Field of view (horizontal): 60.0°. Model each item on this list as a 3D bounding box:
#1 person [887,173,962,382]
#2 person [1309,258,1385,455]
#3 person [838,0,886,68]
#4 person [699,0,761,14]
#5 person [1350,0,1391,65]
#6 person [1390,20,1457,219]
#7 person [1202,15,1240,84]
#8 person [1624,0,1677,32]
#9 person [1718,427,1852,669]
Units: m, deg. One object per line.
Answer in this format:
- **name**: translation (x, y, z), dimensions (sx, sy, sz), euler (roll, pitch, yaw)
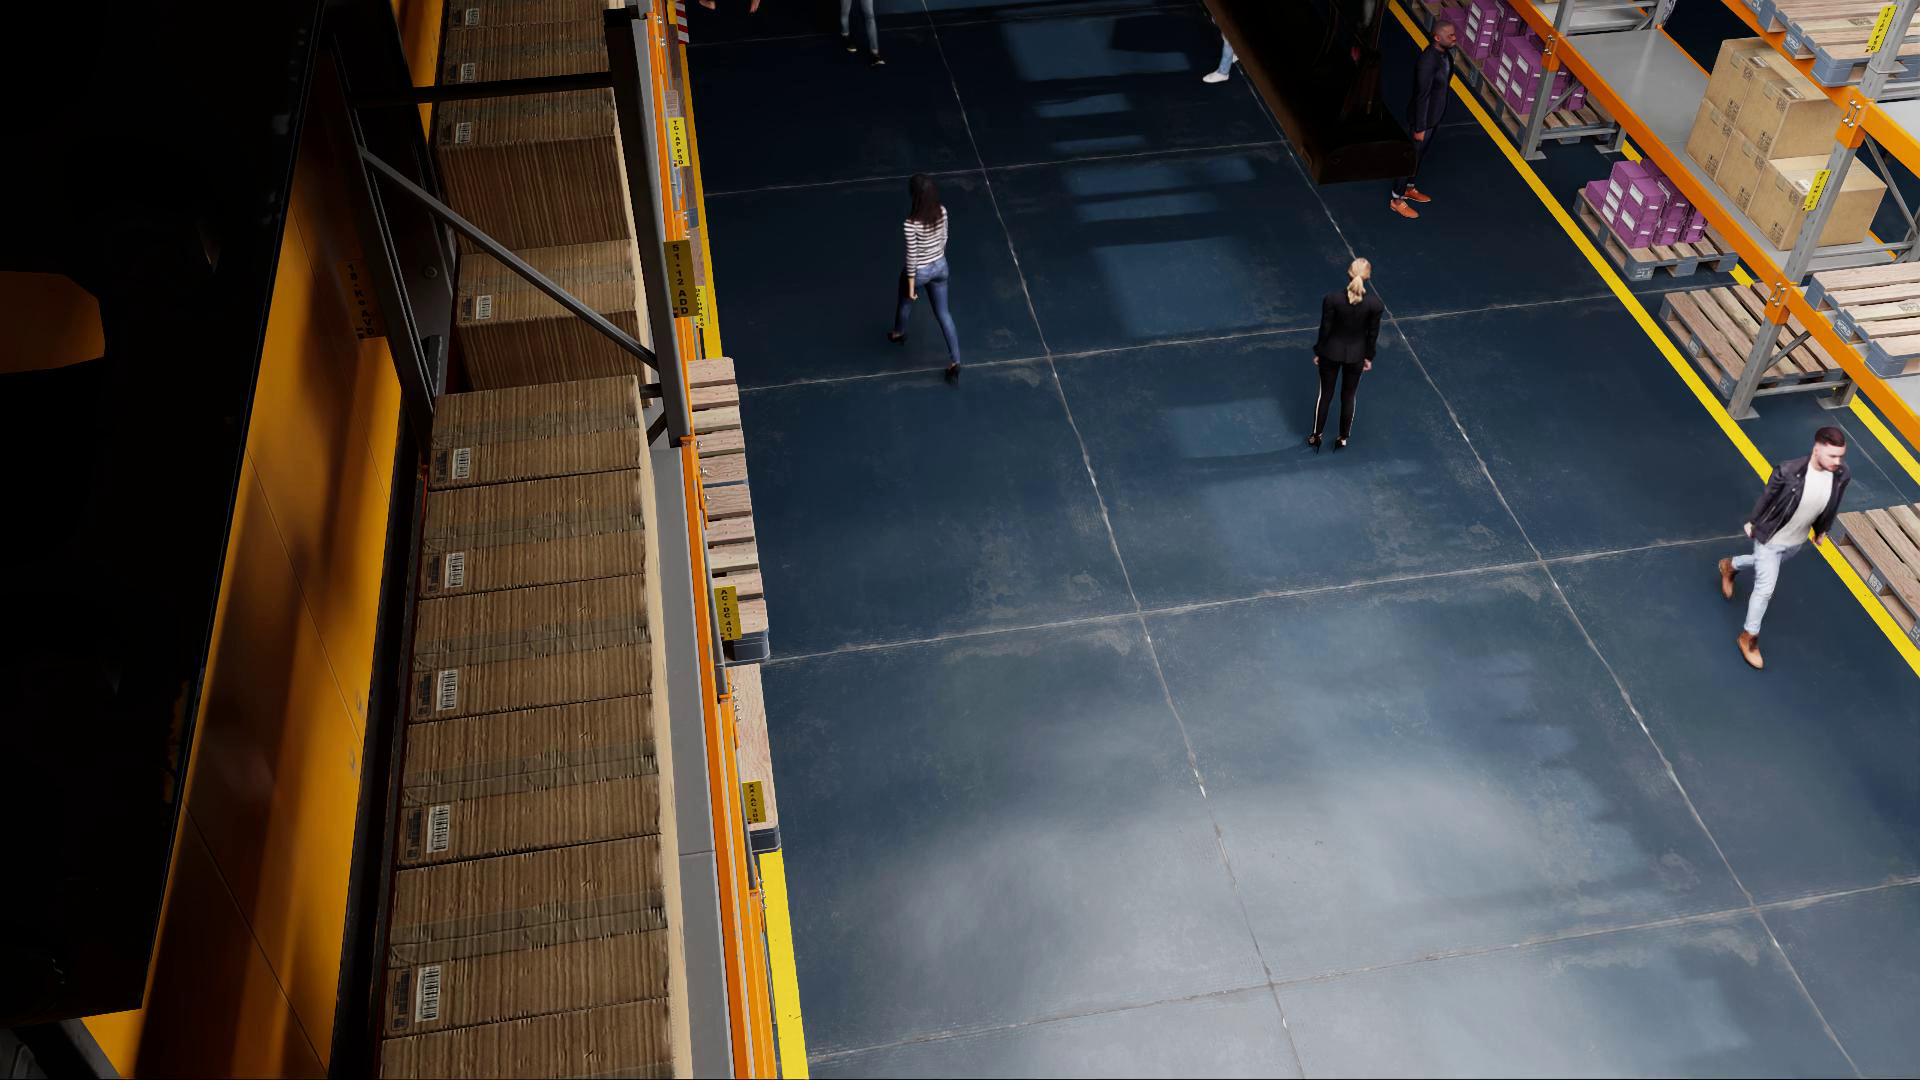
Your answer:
- **person**: translation (-0.201, -2.020, 13.073), dimensions (0.936, 1.742, 1.189), euler (-28, 50, -26)
- **person**: translation (2.852, -1.358, 12.405), dimensions (0.680, 1.705, 0.637), euler (6, 44, 6)
- **person**: translation (-1.151, -5.771, 16.994), dimensions (0.885, 1.765, 1.255), euler (-18, 47, -18)
- **person**: translation (-2.518, -6.435, 17.705), dimensions (1.126, 1.746, 1.034), euler (28, 50, 26)
- **person**: translation (4.235, -5.745, 16.945), dimensions (0.658, 1.794, 0.607), euler (-7, 44, -7)
- **person**: translation (4.155, -3.794, 14.880), dimensions (0.844, 1.818, 0.771), euler (23, 48, 23)
- **person**: translation (2.810, -5.502, 16.654), dimensions (0.754, 1.845, 0.692), euler (-7, 44, -7)
- **person**: translation (7.255, -5.866, 17.165), dimensions (0.716, 1.666, 0.767), euler (-11, 45, -12)
- **person**: translation (5.407, -0.103, 11.014), dimensions (0.728, 1.807, 1.145), euler (-5, 44, -5)
